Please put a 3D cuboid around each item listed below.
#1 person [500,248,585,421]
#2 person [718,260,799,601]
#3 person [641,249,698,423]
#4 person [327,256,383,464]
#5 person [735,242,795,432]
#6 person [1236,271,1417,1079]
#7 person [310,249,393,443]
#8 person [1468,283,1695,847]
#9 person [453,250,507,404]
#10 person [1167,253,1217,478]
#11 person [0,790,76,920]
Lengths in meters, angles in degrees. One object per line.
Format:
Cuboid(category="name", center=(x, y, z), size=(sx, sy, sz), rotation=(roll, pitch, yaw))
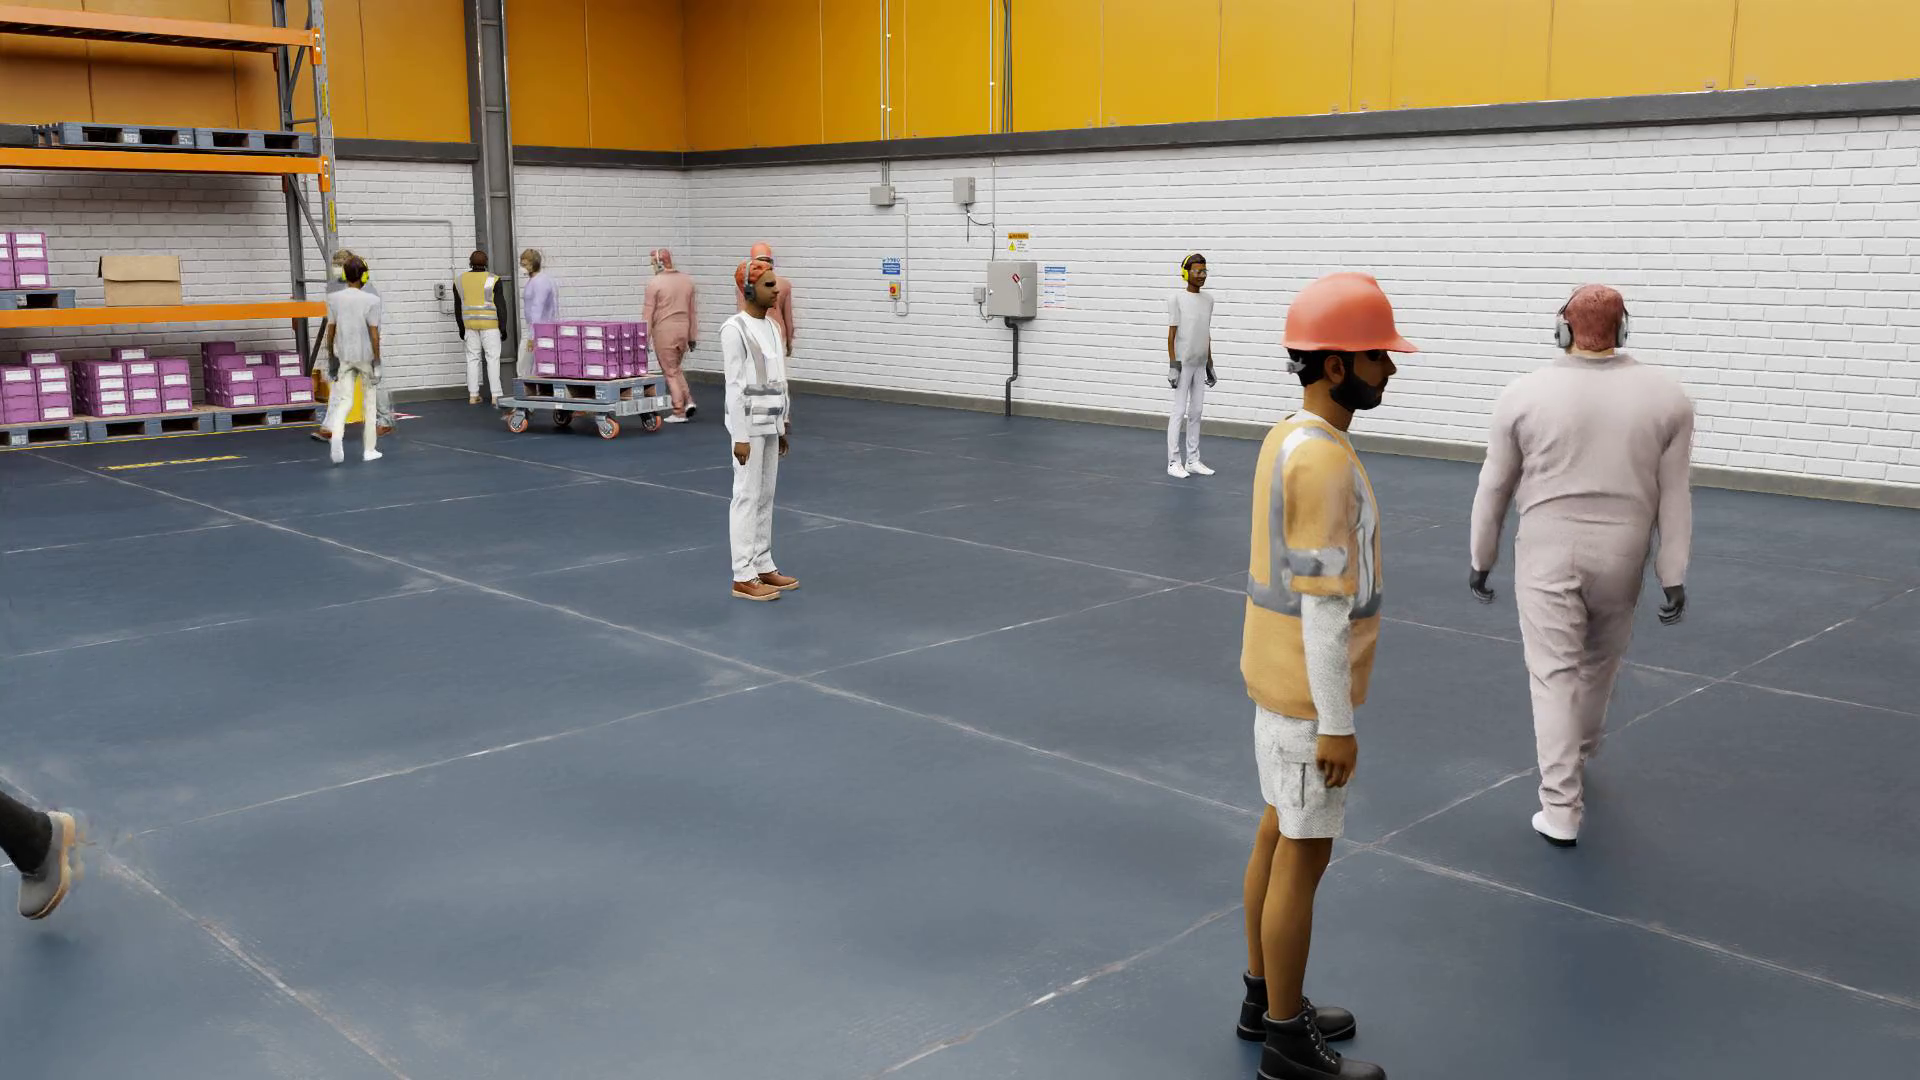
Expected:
Cuboid(category="person", center=(-4.522, -2.233, 18.158), size=(0.944, 1.898, 0.617), rotation=(-5, 12, -27))
Cuboid(category="person", center=(-1.129, -0.614, 9.322), size=(0.356, 1.884, 0.574), rotation=(3, 11, 17))
Cuboid(category="person", center=(-3.137, -2.190, 17.936), size=(0.470, 1.877, 0.652), rotation=(7, 13, 35))
Cuboid(category="person", center=(-5.381, -1.582, 14.750), size=(0.505, 1.837, 0.791), rotation=(0, 10, 2))
Cuboid(category="person", center=(-1.998, -2.087, 17.162), size=(0.624, 1.961, 0.965), rotation=(-3, 11, -18))
Cuboid(category="person", center=(0.857, 0.341, 3.961), size=(0.370, 1.939, 0.543), rotation=(1, 10, 3))
Cuboid(category="person", center=(-5.987, -1.904, 16.358), size=(0.651, 1.884, 1.012), rotation=(4, 11, 22))
Cuboid(category="person", center=(2.116, 0.052, 5.760), size=(0.683, 1.851, 0.981), rotation=(2, 10, 8))
Cuboid(category="person", center=(-5.742, -2.555, 20.017), size=(0.634, 1.843, 0.429), rotation=(1, 10, 7))
Cuboid(category="person", center=(1.954, -1.464, 13.993), size=(0.512, 1.872, 0.328), rotation=(-8, 13, -36))
Cuboid(category="person", center=(-2.870, 0.236, 4.456), size=(0.624, 1.969, 0.775), rotation=(4, 11, 23))
